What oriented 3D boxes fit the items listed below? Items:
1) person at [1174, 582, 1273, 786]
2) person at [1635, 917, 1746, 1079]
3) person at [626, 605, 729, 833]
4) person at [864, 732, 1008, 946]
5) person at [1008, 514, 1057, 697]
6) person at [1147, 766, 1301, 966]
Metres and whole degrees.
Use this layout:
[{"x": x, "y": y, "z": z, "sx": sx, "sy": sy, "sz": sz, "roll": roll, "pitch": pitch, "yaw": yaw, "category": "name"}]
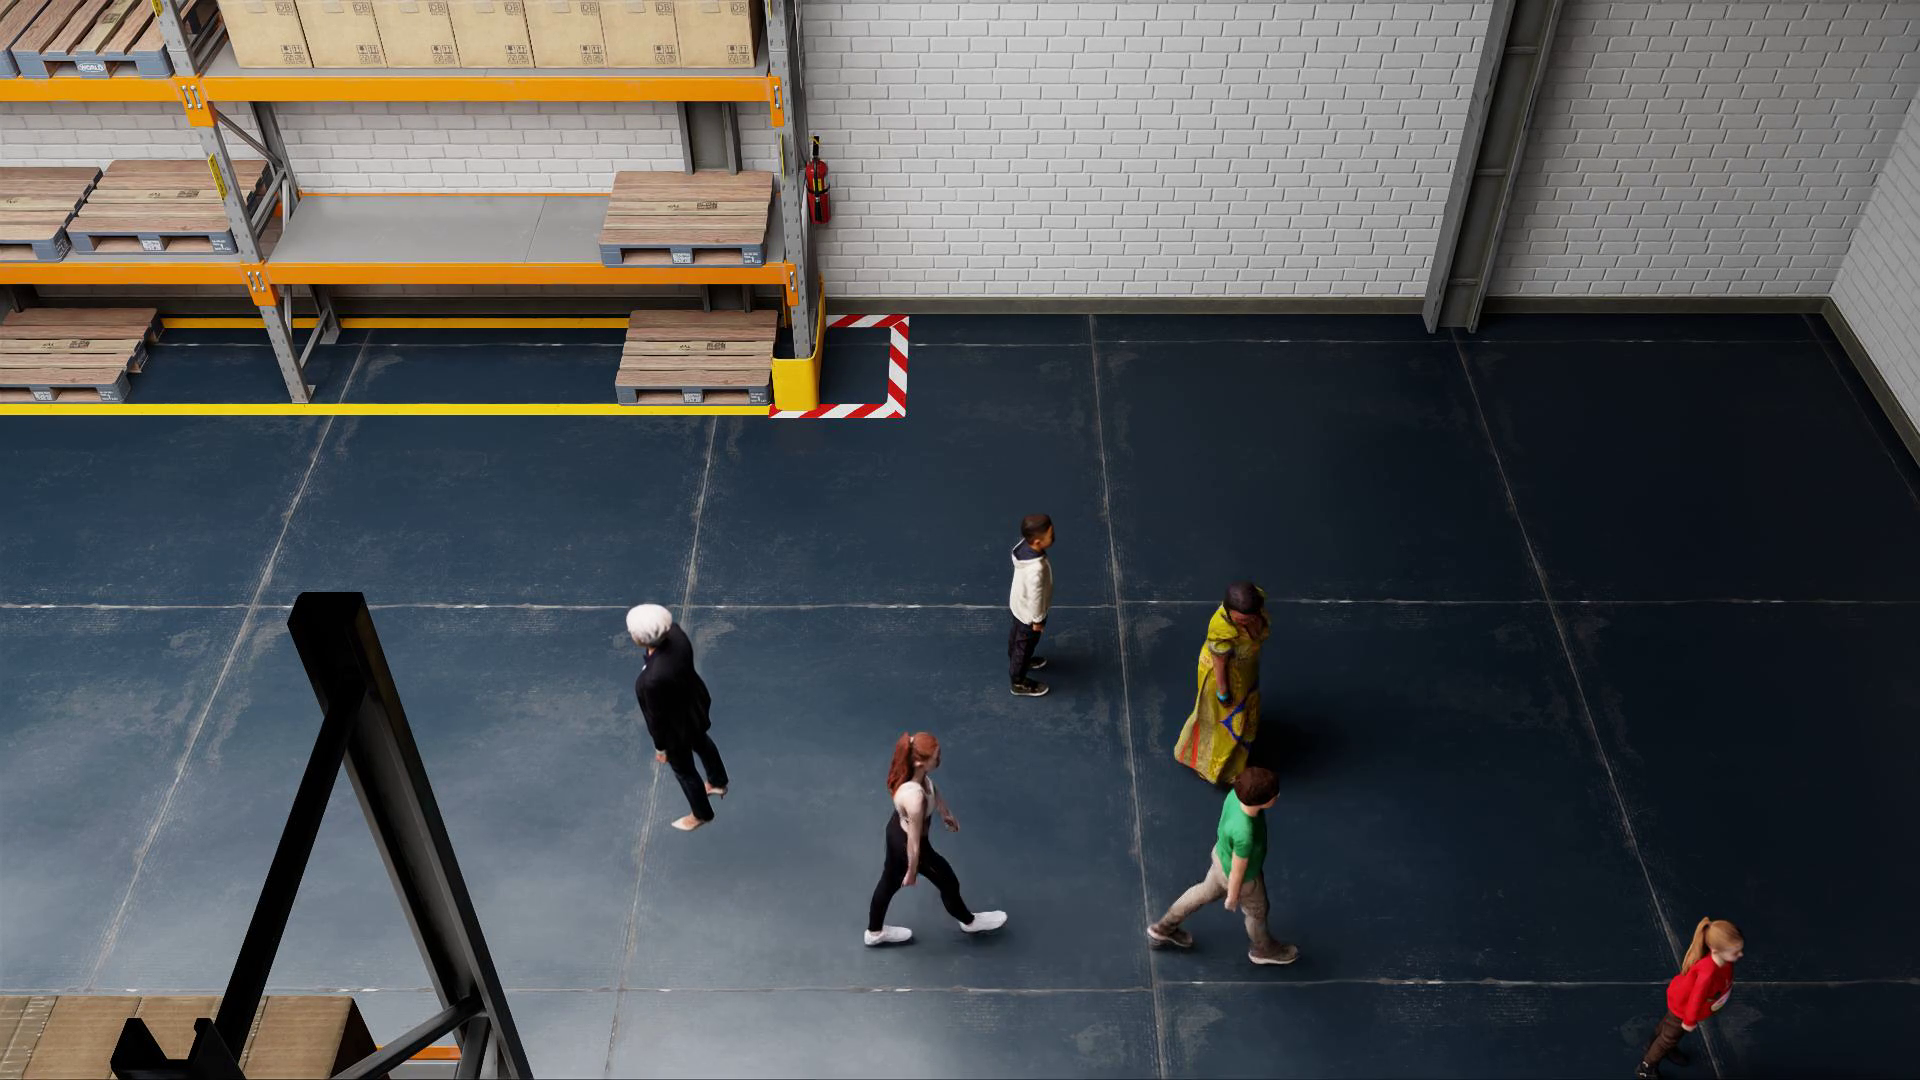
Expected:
[{"x": 1.622, "y": 0.732, "z": 10.046, "sx": 0.967, "sy": 1.632, "sz": 0.991, "roll": 12, "pitch": 45, "yaw": 13, "category": "person"}, {"x": 3.772, "y": 2.375, "z": 8.577, "sx": 0.636, "sy": 1.281, "sz": 0.587, "roll": 28, "pitch": 50, "yaw": 26, "category": "person"}, {"x": -1.511, "y": 0.918, "z": 8.984, "sx": 0.674, "sy": 1.776, "sz": 0.773, "roll": 10, "pitch": 45, "yaw": 10, "category": "person"}, {"x": -0.359, "y": 1.655, "z": 9.020, "sx": 1.090, "sy": 1.711, "sz": 0.723, "roll": -8, "pitch": 44, "yaw": -8, "category": "person"}, {"x": 0.431, "y": 0.393, "z": 10.533, "sx": 0.484, "sy": 1.452, "sz": 0.573, "roll": -1, "pitch": 44, "yaw": -1, "category": "person"}, {"x": 1.413, "y": 1.757, "z": 8.982, "sx": 1.083, "sy": 1.616, "sz": 0.588, "roll": 1, "pitch": 44, "yaw": 1, "category": "person"}]
